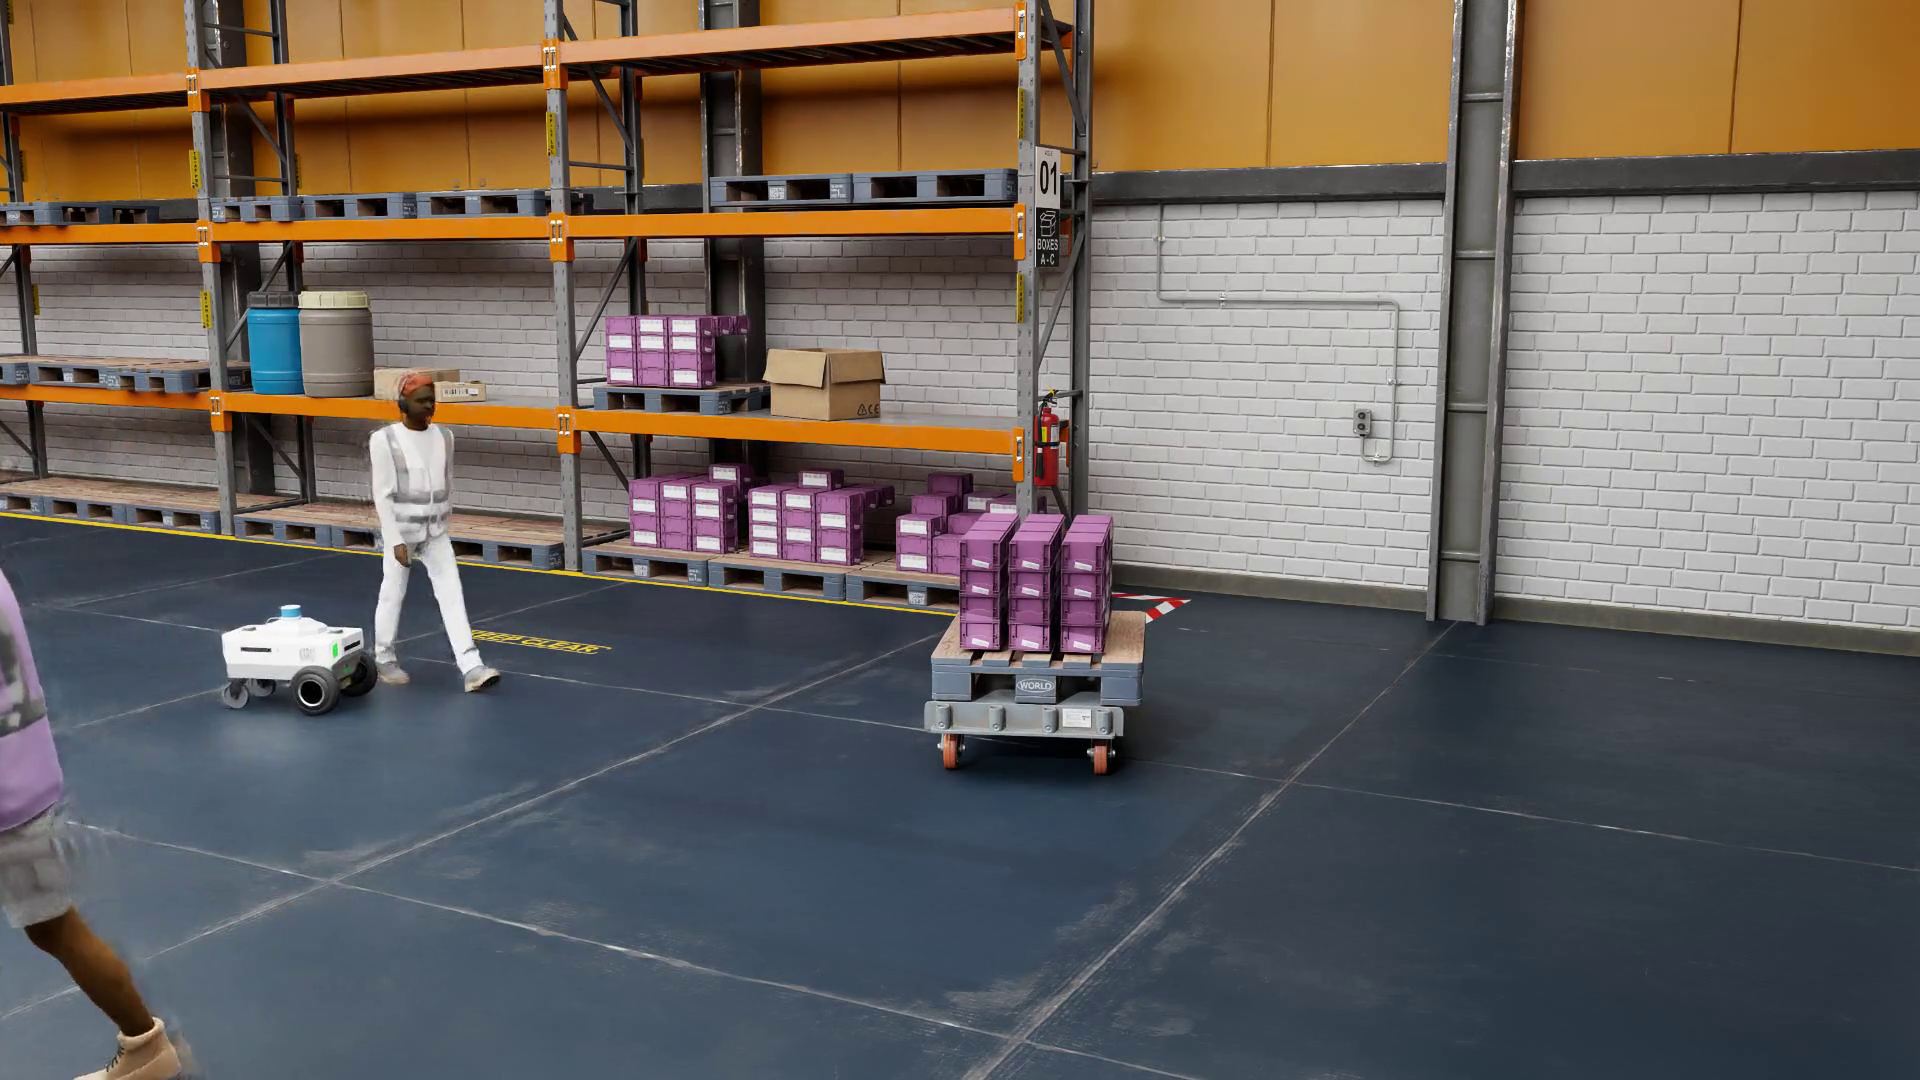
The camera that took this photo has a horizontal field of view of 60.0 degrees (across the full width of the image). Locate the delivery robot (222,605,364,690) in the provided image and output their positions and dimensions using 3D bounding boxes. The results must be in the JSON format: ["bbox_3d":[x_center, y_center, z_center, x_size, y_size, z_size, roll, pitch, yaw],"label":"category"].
[{"bbox_3d":[-3.692,0.603,9.208,0.707,0.478,0.477,1,9,8],"label":"delivery robot"}]

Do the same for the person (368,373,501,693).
[{"bbox_3d":[-3.071,-0.033,9.513,1.024,1.826,0.582,7,12,37],"label":"person"}]

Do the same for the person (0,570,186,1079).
[{"bbox_3d":[-2.712,0.698,4.569,0.990,1.975,0.650,-6,11,-31],"label":"person"}]
